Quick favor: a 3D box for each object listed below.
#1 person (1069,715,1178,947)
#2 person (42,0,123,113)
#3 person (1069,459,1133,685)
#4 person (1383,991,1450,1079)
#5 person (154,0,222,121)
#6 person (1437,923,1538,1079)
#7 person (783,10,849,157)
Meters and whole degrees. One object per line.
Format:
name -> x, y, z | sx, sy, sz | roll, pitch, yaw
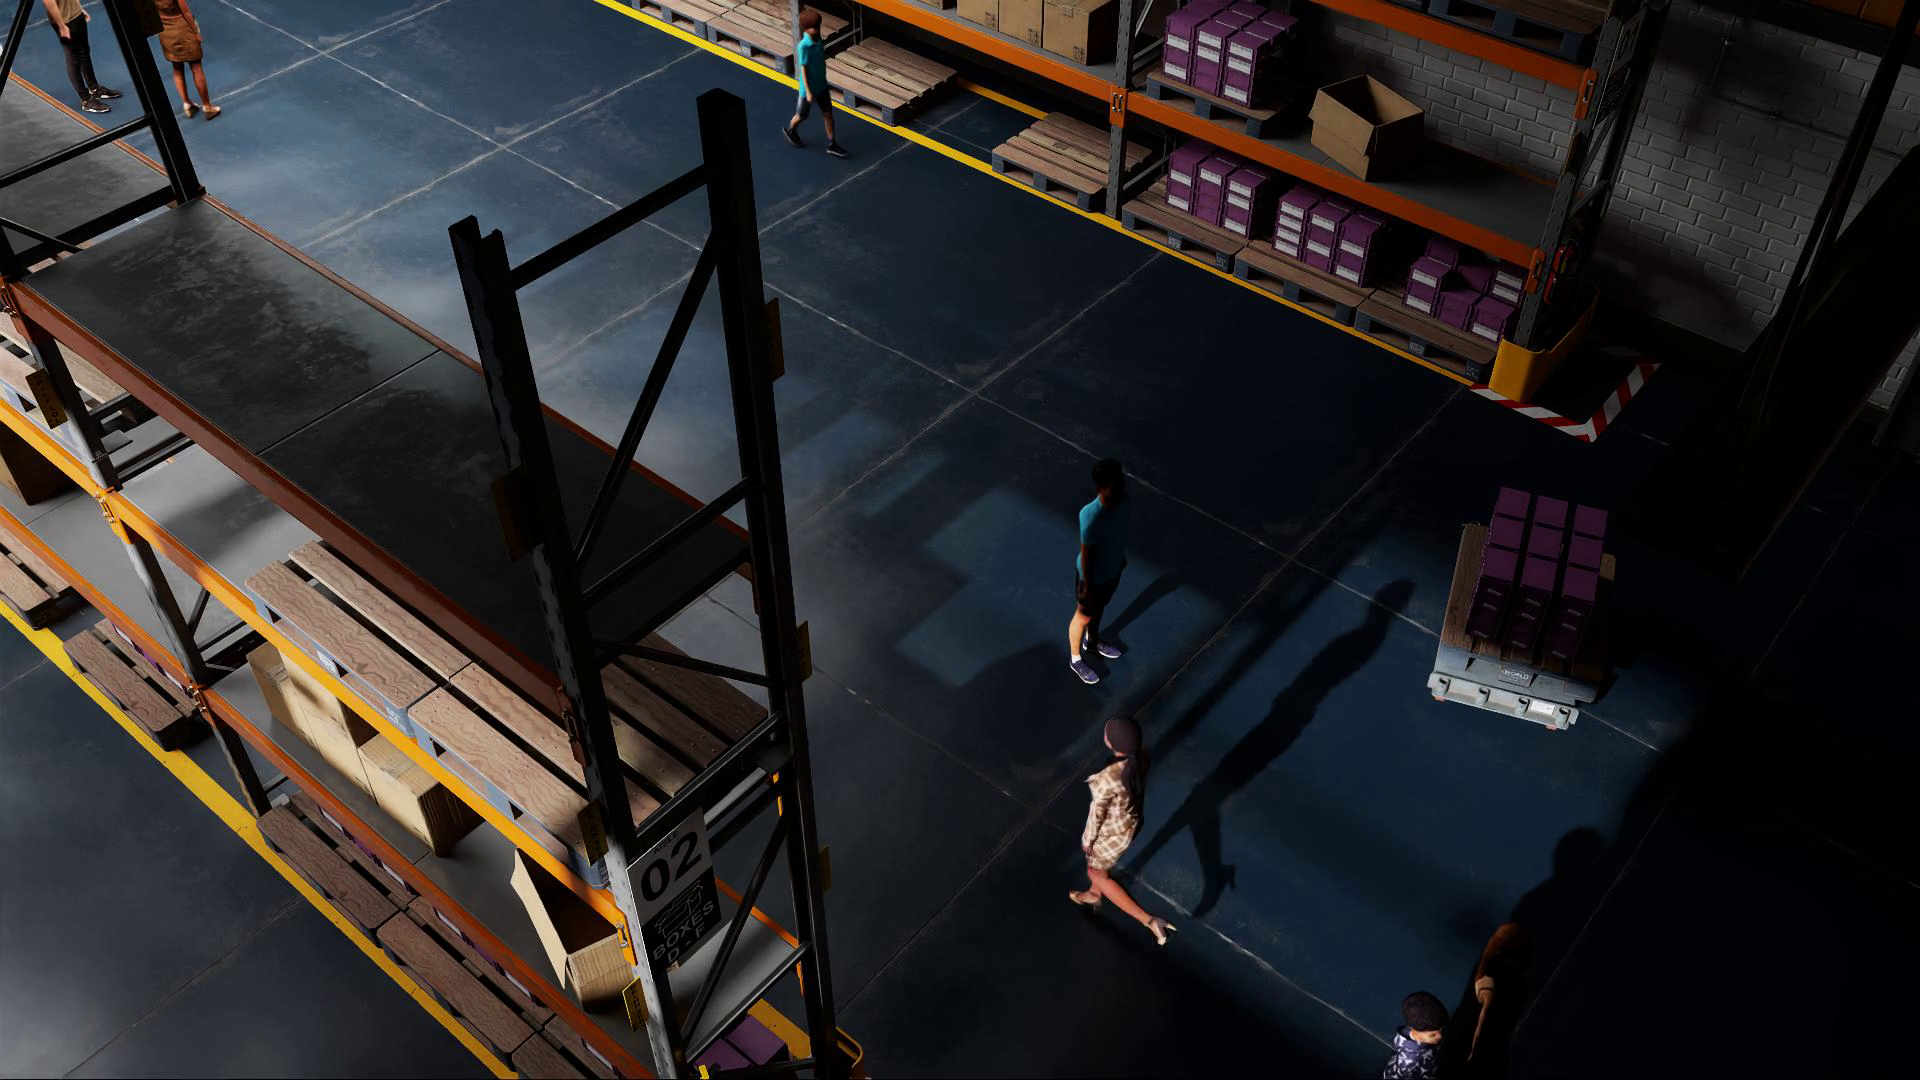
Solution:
person -> 0.911, 1.658, 9.237 | 0.930, 1.776, 0.573 | 30, 51, 28
person -> -8.774, -5.141, 16.320 | 0.779, 1.851, 0.754 | 3, 44, 3
person -> 0.897, 0.170, 10.798 | 0.519, 1.776, 0.610 | 28, 50, 27
person -> 2.295, 2.724, 8.499 | 0.489, 1.251, 0.484 | 30, 51, 28
person -> -7.627, -4.926, 16.216 | 0.592, 1.683, 0.698 | 8, 44, 8
person -> 2.656, 2.475, 8.488 | 0.592, 1.626, 0.587 | 24, 49, 23
person -> -1.454, -4.341, 15.786 | 0.926, 1.428, 0.533 | 29, 51, 27
